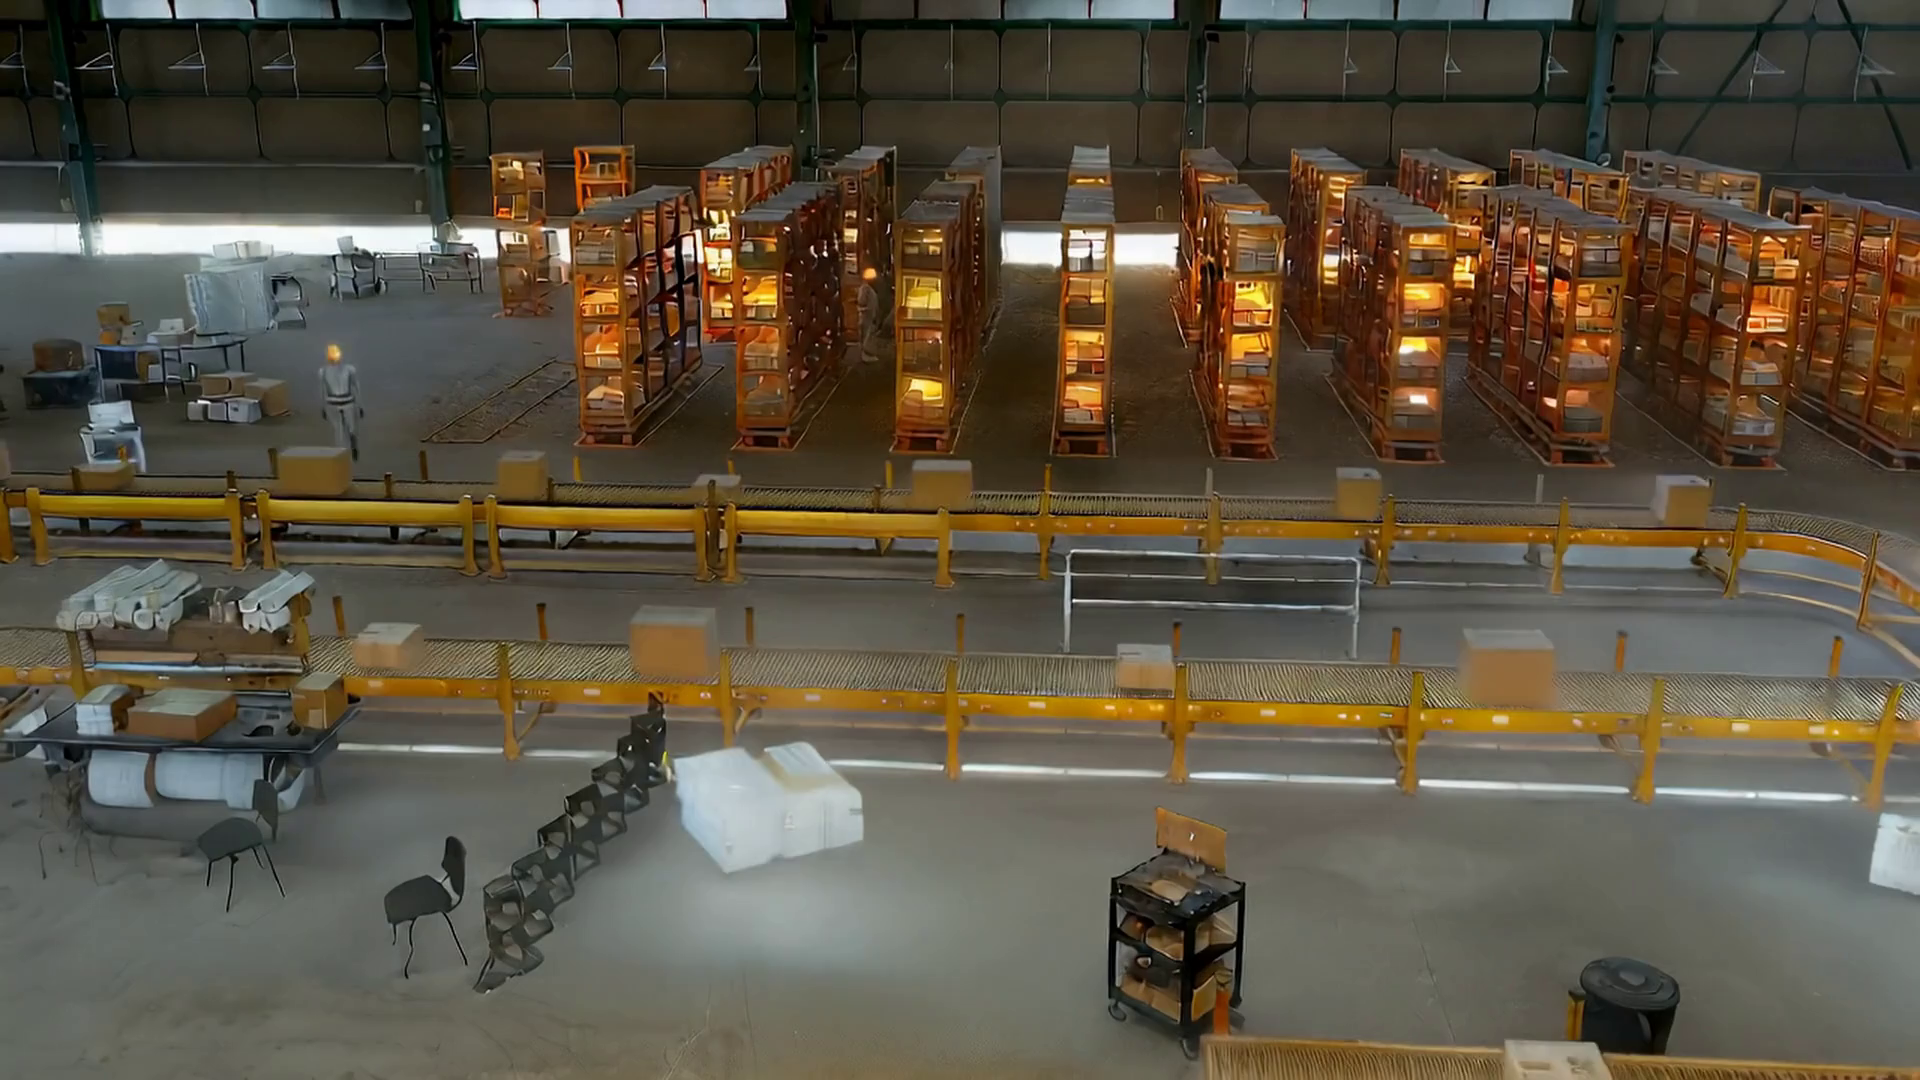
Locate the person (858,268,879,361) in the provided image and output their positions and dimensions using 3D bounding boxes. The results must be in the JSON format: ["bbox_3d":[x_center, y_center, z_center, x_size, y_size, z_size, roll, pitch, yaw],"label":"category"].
[{"bbox_3d":[-1.786,-4.427,32.636,0.411,1.821,0.583,-8,19,-23],"label":"person"}]

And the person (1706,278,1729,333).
[{"bbox_3d":[14.185,-4.038,31.411,0.869,1.817,0.577,0,17,-1],"label":"person"}]

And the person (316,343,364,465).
[{"bbox_3d":[-9.176,-1.973,24.643,0.636,1.935,0.453,-6,19,-19],"label":"person"}]
